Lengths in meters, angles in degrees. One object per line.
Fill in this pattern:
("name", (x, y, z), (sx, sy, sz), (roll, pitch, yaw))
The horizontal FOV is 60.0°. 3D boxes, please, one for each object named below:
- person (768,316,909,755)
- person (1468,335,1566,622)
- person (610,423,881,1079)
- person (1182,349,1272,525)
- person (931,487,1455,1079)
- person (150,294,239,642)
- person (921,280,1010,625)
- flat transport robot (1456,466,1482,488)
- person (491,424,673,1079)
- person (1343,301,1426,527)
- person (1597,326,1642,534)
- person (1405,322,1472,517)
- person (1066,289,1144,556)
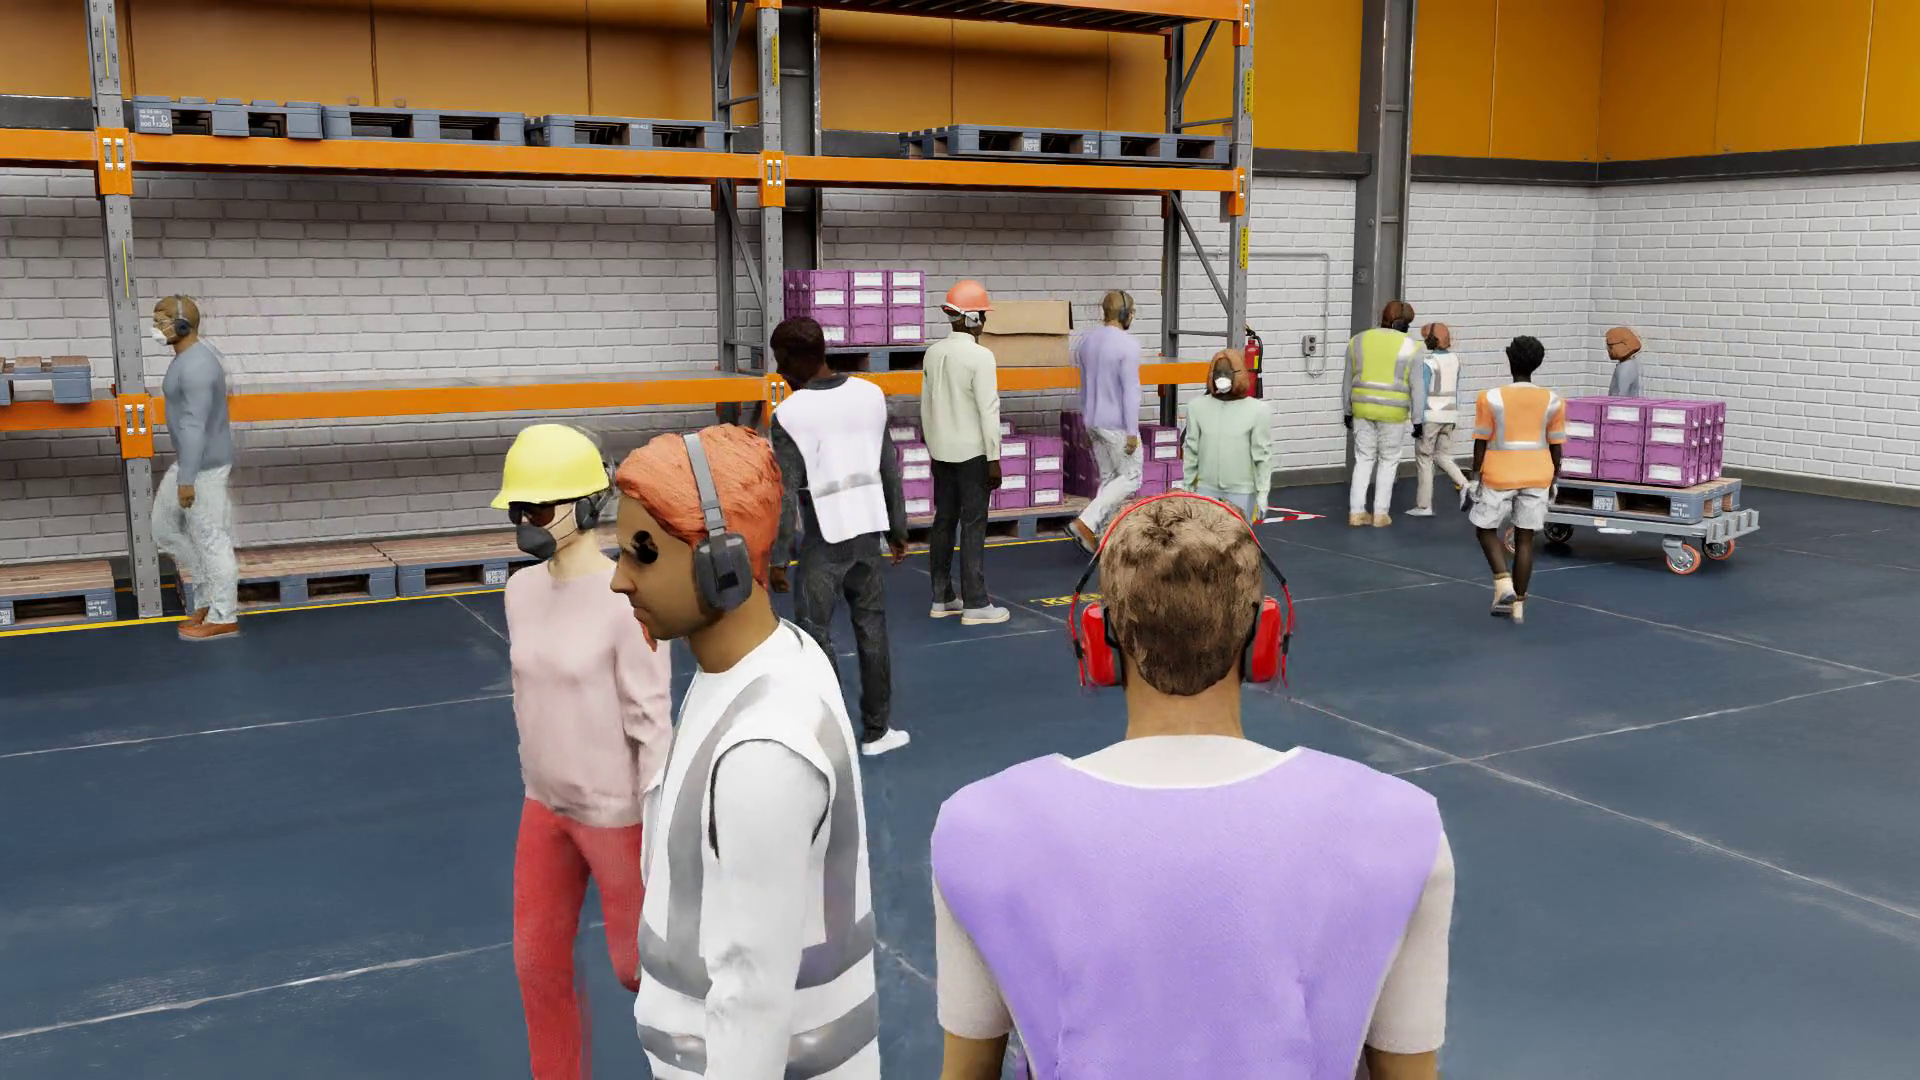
("person", (-0.460, 0.009, 6.944), (0.724, 1.878, 0.381), (-9, 13, -42))
("person", (3.231, -0.344, 9.645), (0.549, 1.680, 0.407), (0, 9, 2))
("person", (-0.307, 0.764, 2.324), (0.424, 1.867, 0.594), (-2, 9, -9))
("person", (1.446, -0.240, 9.193), (0.523, 1.613, 0.557), (4, 10, 23))
("person", (0.260, 0.851, 1.935), (0.587, 1.821, 0.525), (1, 9, 7))
("person", (-4.243, -0.381, 9.147), (0.472, 1.923, 0.659), (-5, 11, -29))
("person", (0.029, -0.507, 9.704), (0.382, 1.993, 0.622), (-8, 12, -39))
("flat transport robot", (5.344, -0.571, 15.339), (1.431, 0.197, 0.652), (3, 10, 20))
("person", (-0.782, 0.585, 3.828), (0.535, 1.737, 0.705), (7, 11, 36))
("person", (3.355, -0.987, 13.206), (0.669, 1.809, 0.456), (5, 11, 30))
("person", (5.116, -0.847, 12.912), (0.342, 1.618, 0.513), (4, 10, 21))
("person", (3.973, -0.974, 13.681), (0.541, 1.617, 0.510), (-7, 12, -36))
("person", (1.022, -0.790, 11.636), (0.548, 1.921, 0.640), (-5, 11, -29))
